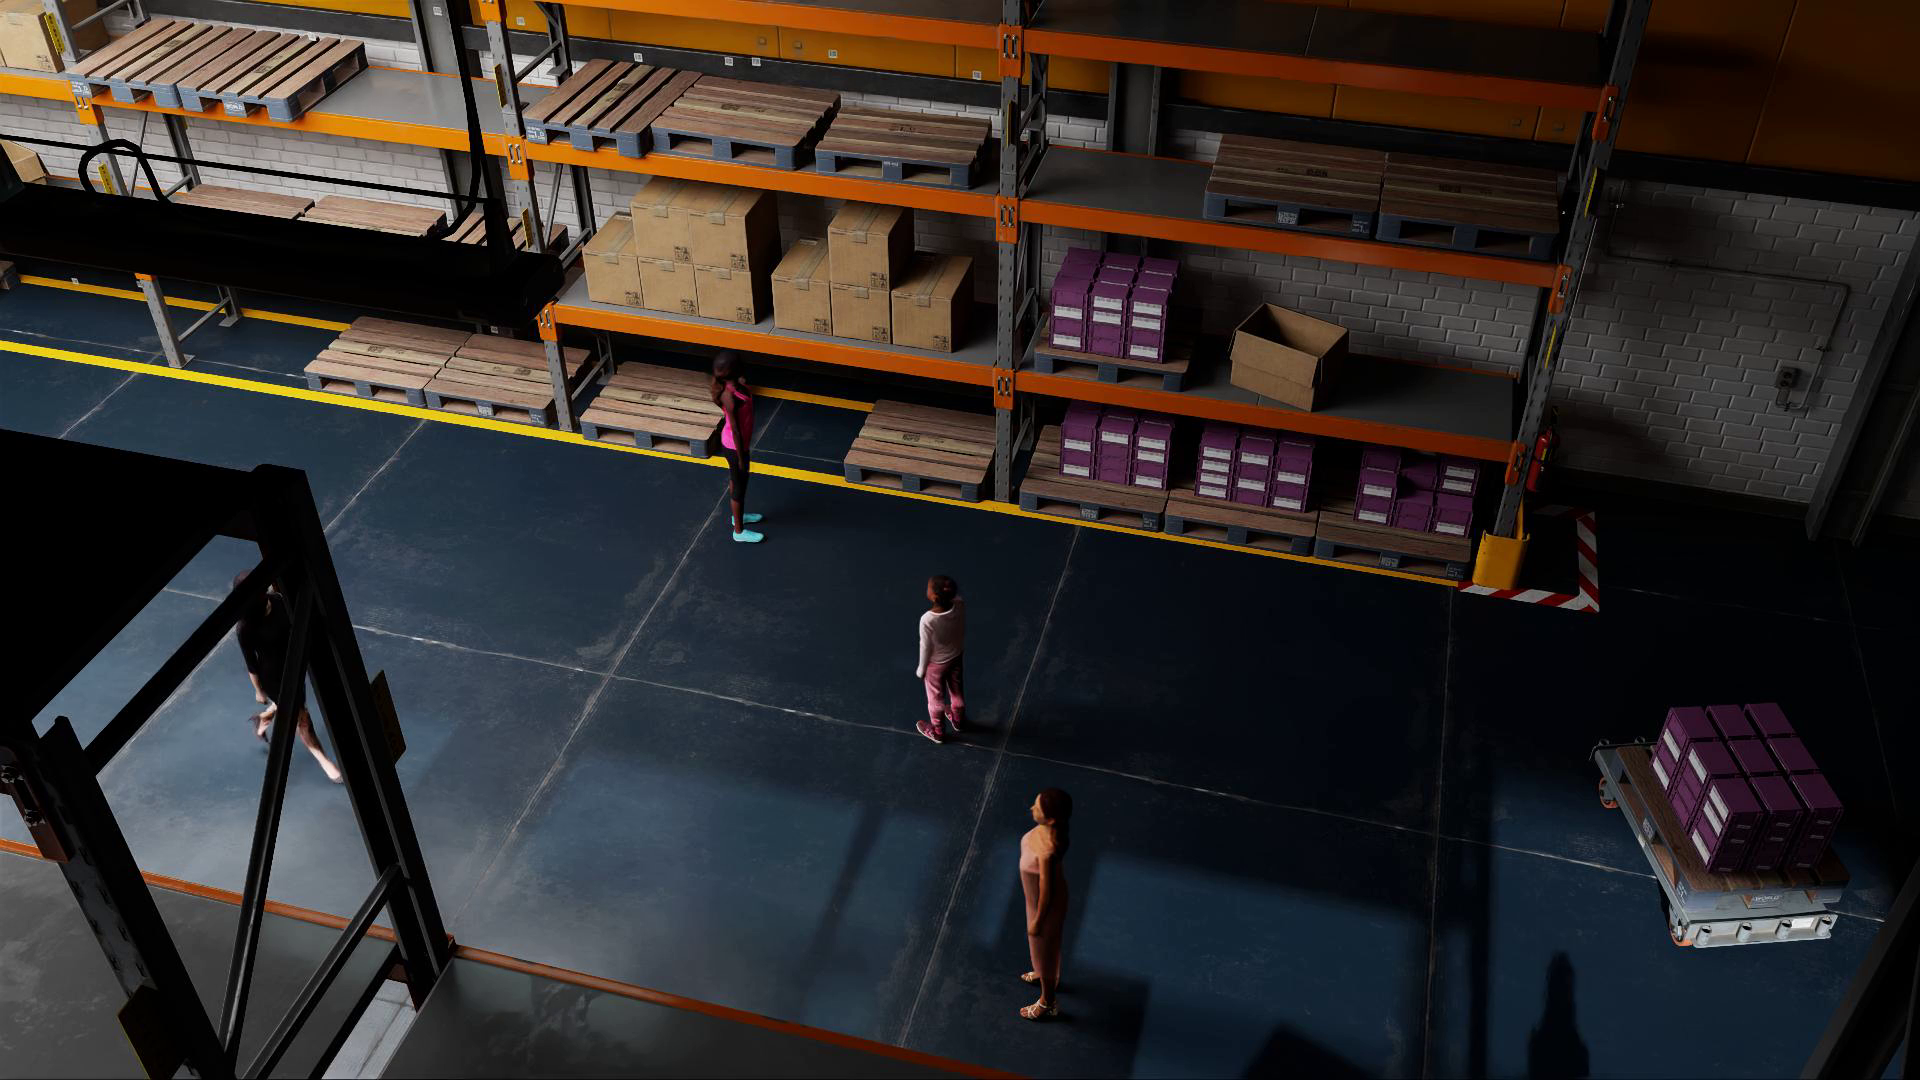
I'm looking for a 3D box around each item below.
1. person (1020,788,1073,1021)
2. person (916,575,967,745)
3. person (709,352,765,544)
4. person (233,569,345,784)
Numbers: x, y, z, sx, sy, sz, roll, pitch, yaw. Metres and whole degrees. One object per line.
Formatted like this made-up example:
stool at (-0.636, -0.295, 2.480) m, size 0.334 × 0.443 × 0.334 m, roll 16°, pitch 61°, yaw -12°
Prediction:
person at (0.501, 2.074, 9.536) m, size 0.547 × 1.832 × 0.610 m, roll 3°, pitch 39°, yaw 4°
person at (-0.116, 0.793, 11.452) m, size 0.626 × 1.443 × 0.657 m, roll -27°, pitch 46°, yaw -29°
person at (-1.772, -0.757, 13.170) m, size 0.648 × 1.720 × 0.638 m, roll -4°, pitch 39°, yaw -5°
person at (-4.572, 0.891, 11.061) m, size 1.064 × 1.778 × 0.640 m, roll 12°, pitch 40°, yaw 14°
